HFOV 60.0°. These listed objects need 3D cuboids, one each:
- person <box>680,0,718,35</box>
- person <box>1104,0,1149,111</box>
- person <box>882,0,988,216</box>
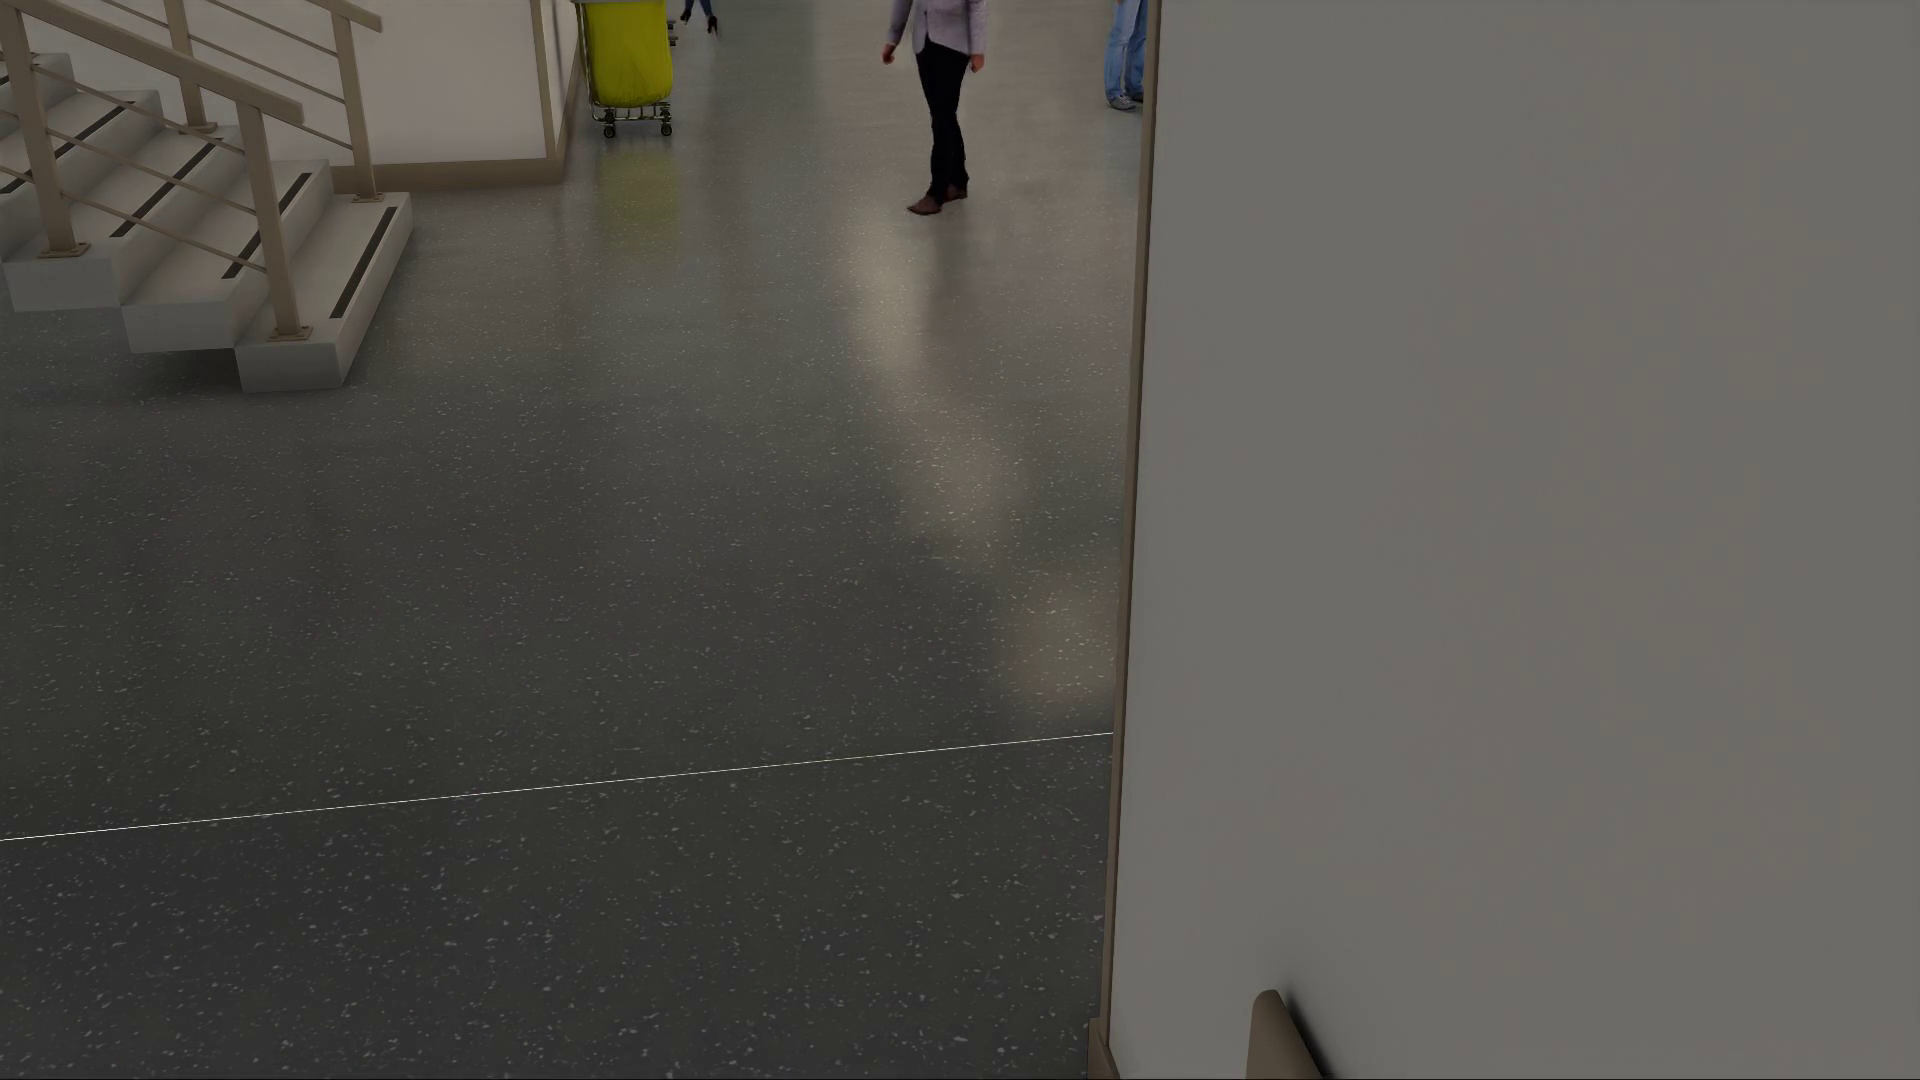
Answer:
[{"bbox_3d":[-2.364,-5.341,14.760,1.179,1.726,0.939,-14,29,-26],"label":"person"},{"bbox_3d":[1.272,-4.083,12.012,0.807,1.864,0.717,21,33,36],"label":"person"},{"bbox_3d":[-0.044,-2.807,9.405,0.967,1.830,1.060,22,33,38],"label":"person"}]
